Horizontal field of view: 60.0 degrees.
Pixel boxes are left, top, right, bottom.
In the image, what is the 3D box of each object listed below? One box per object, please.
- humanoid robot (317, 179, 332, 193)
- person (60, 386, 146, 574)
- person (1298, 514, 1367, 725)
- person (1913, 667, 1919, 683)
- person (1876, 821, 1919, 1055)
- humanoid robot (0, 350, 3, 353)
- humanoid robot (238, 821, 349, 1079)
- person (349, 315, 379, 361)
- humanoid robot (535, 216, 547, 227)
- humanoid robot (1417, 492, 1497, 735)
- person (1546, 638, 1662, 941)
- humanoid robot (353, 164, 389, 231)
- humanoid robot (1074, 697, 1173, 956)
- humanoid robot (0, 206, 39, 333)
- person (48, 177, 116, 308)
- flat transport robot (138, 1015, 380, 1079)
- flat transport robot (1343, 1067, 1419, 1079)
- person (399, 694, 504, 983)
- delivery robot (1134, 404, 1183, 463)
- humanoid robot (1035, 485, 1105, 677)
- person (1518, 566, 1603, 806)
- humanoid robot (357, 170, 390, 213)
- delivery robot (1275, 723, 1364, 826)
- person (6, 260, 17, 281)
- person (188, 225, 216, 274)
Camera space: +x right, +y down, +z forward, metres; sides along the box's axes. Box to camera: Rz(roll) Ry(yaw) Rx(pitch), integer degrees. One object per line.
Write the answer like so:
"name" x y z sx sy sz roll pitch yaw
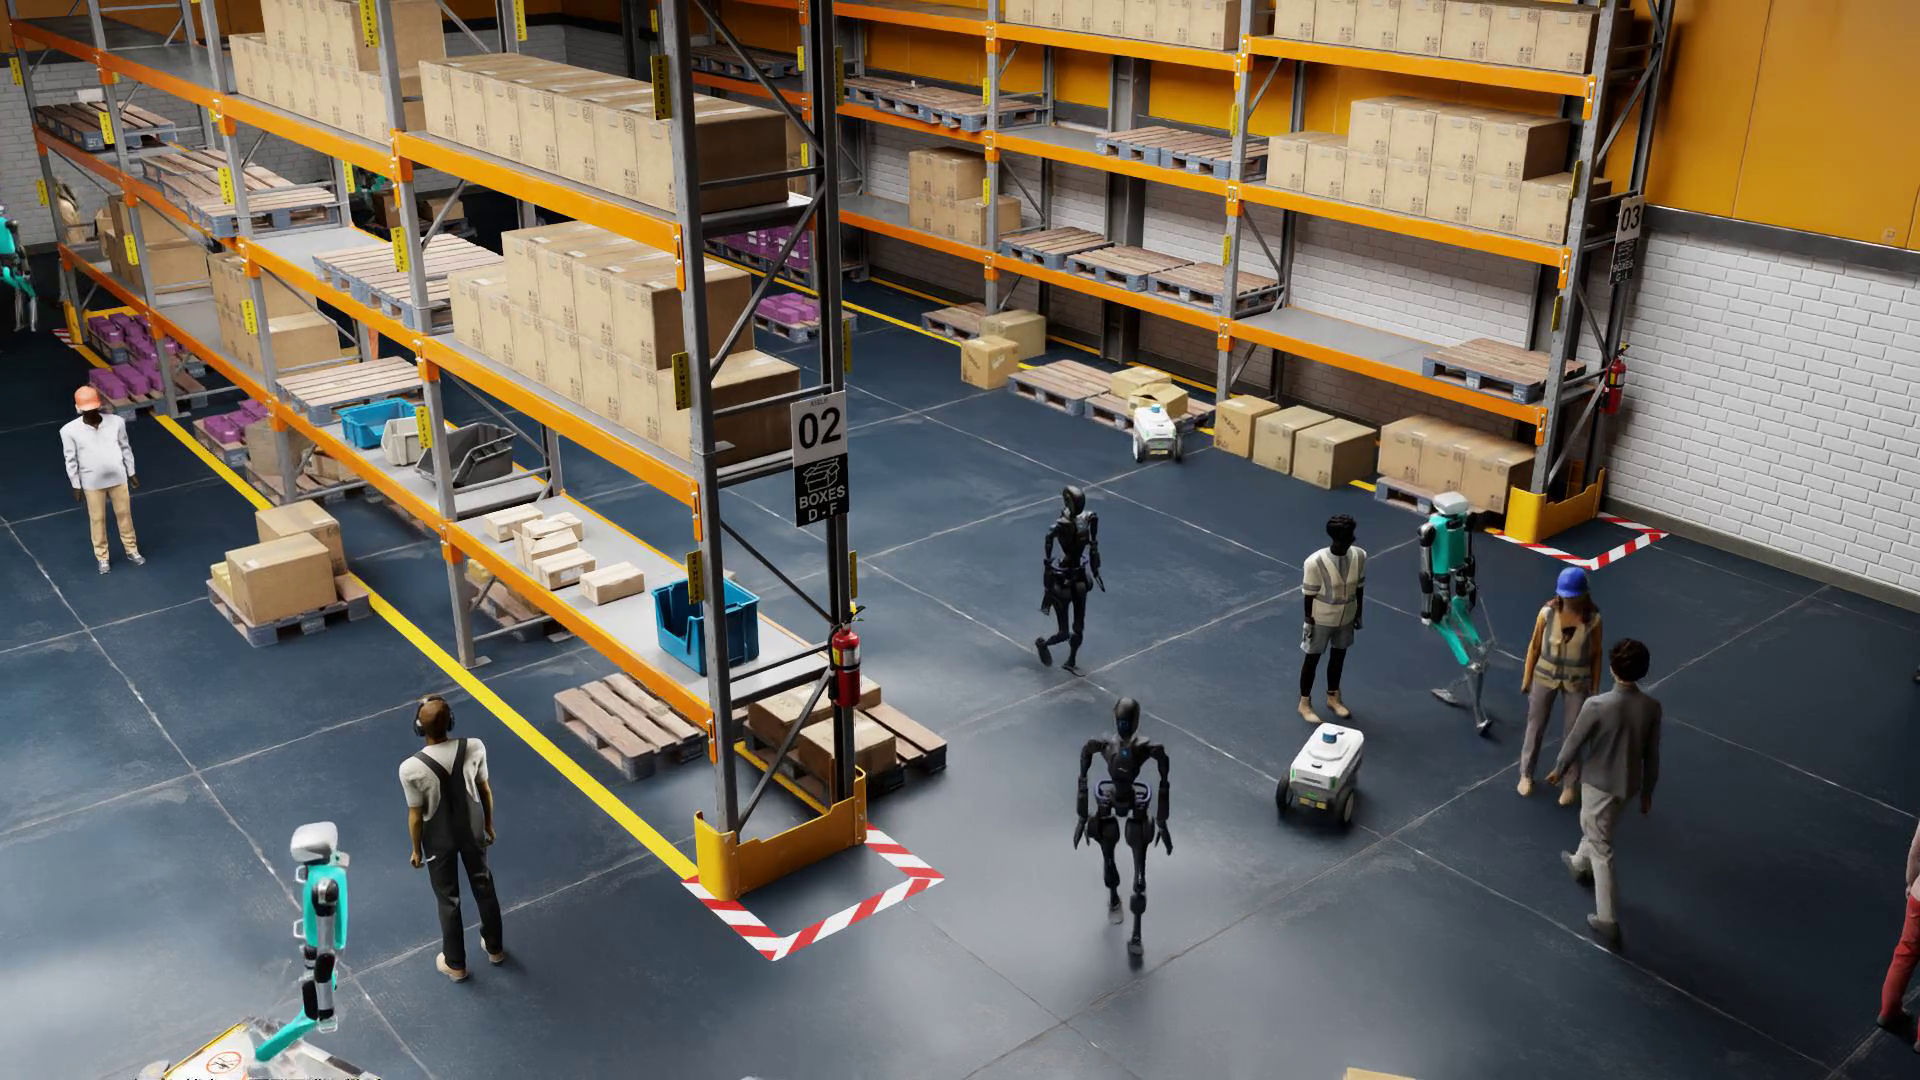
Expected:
"humanoid robot" -9.190 -4.432 24.141 0.528 1.642 0.586 5 24 11
"person" -7.751 -0.562 15.071 0.571 1.749 0.342 -20 30 -38
"person" 2.793 0.581 12.499 0.533 1.693 0.320 -9 25 -19
"person" 7.815 0.263 12.954 0.550 1.923 0.387 13 27 28
"person" 5.415 2.008 9.115 0.334 1.759 0.524 -7 24 -16
"humanoid robot" -12.550 -3.157 21.061 0.530 1.759 0.714 3 24 7
"humanoid robot" -3.411 2.319 8.495 0.740 1.835 0.557 -8 25 -18
"person" -7.180 -2.724 20.074 0.505 1.758 0.341 13 27 28
"humanoid robot" -5.462 -3.480 21.986 0.771 1.627 0.595 3 24 6
"humanoid robot" 3.833 0.605 12.475 0.572 1.838 0.888 -14 27 -29
"person" 3.990 1.486 10.220 0.542 1.849 0.931 -3 24 -6
"humanoid robot" -9.671 -5.914 27.446 0.761 1.758 0.546 -10 25 -21
"humanoid robot" 0.985 1.691 9.973 0.602 1.637 0.692 3 24 8
"humanoid robot" -12.585 -3.609 22.170 0.530 1.795 0.694 0 23 -1
"person" -12.460 -4.207 23.414 0.924 1.837 0.574 -9 25 -19
"flat transport robot" -3.617 2.965 8.779 1.431 0.231 0.659 13 26 27
"flat transport robot" 2.193 3.291 8.024 1.431 0.231 0.659 6 24 14
"person" -2.949 1.723 9.664 0.505 1.846 0.344 -17 29 -34
"delivery robot" 2.106 -1.188 17.999 0.499 0.566 0.739 -2 23 -5
"humanoid robot" 0.855 0.299 13.184 0.615 1.645 0.408 -17 29 -35
"person" 4.144 0.990 11.463 0.501 1.771 0.339 9 25 20
"humanoid robot" -9.987 -6.236 28.217 0.663 1.780 0.530 7 24 16
"delivery robot" 2.529 1.608 11.580 0.525 0.611 0.783 12 26 26
"person" -14.358 -4.659 24.368 0.772 1.907 0.545 -16 28 -33
"person" -10.714 -4.089 23.099 0.780 1.868 0.674 12 26 26
